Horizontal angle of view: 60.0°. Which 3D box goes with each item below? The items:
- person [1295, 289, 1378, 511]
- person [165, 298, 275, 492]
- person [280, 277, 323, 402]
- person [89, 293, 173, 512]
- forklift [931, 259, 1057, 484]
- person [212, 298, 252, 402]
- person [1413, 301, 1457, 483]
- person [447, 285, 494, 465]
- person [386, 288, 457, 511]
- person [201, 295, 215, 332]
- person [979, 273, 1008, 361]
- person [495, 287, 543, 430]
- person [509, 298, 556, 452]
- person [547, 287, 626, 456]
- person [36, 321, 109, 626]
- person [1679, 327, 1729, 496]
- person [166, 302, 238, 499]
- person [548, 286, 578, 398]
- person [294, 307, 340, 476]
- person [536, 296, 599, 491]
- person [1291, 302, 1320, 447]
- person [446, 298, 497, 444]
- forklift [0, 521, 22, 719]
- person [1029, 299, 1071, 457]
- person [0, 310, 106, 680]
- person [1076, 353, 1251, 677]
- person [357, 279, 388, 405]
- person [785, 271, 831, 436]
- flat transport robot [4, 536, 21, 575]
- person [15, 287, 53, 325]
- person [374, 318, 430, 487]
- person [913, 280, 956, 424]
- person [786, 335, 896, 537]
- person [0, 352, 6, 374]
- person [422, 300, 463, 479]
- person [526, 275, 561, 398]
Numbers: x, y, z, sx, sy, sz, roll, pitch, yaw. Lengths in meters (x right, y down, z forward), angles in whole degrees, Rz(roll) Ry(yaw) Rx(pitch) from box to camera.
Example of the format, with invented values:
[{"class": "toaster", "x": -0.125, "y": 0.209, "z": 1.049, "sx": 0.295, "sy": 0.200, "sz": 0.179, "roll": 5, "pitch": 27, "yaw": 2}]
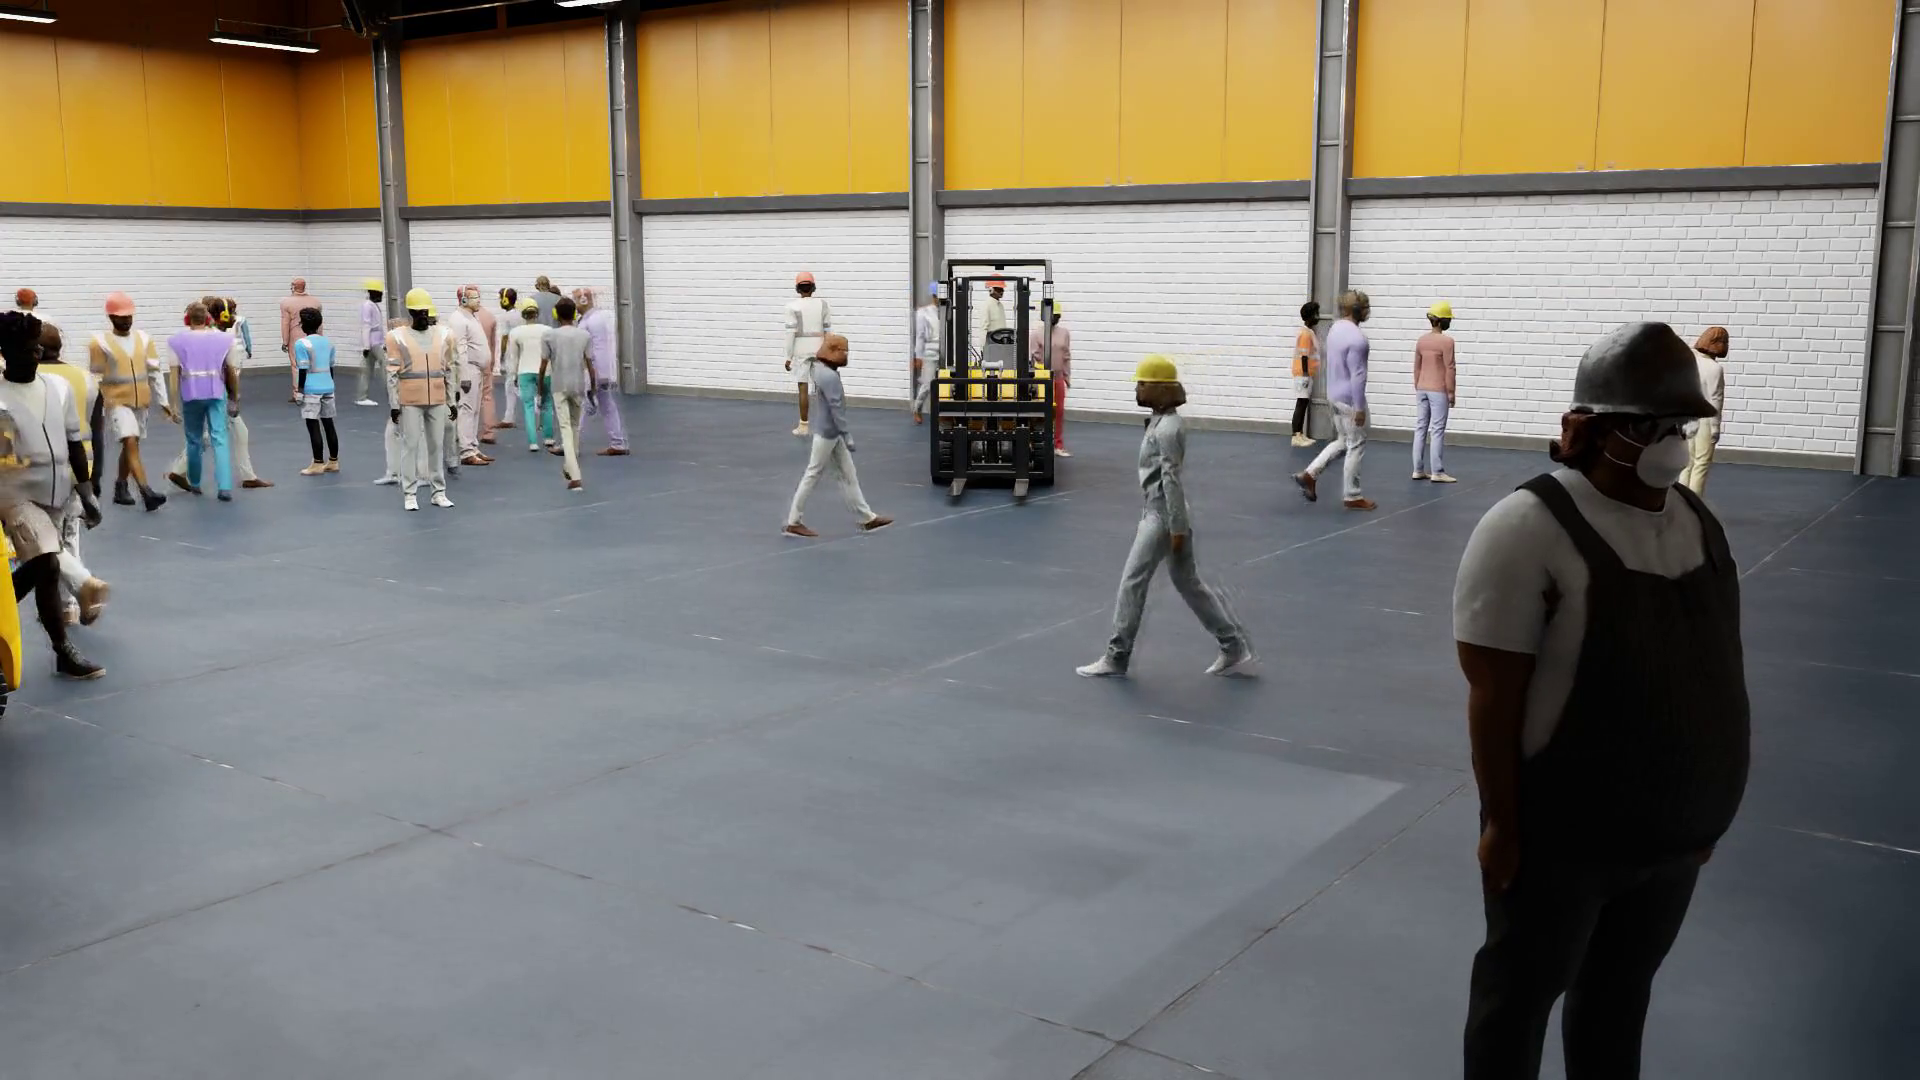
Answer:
[{"class": "person", "x": 3.293, "y": -1.193, "z": 14.328, "sx": 0.619, "sy": 1.918, "sz": 0.640, "roll": -2, "pitch": 10, "yaw": -9}, {"class": "person", "x": -7.014, "y": -1.351, "z": 15.600, "sx": 0.920, "sy": 1.822, "sz": 0.551, "roll": -6, "pitch": 11, "yaw": -30}, {"class": "person", "x": -10.075, "y": -3.056, "z": 25.448, "sx": 0.409, "sy": 1.913, "sz": 0.648, "roll": 9, "pitch": 13, "yaw": 43}, {"class": "person", "x": -7.219, "y": -1.196, "z": 14.484, "sx": 1.052, "sy": 1.875, "sz": 0.551, "roll": 7, "pitch": 12, "yaw": 36}, {"class": "forklift", "x": 0.370, "y": -1.738, "z": 16.759, "sx": 1.214, "sy": 2.155, "sz": 2.313, "roll": 1, "pitch": 10, "yaw": 3}, {"class": "person", "x": -11.048, "y": -2.866, "z": 25.248, "sx": 0.534, "sy": 1.591, "sz": 0.886, "roll": -2, "pitch": 10, "yaw": -10}, {"class": "person", "x": 4.660, "y": -1.447, "z": 16.292, "sx": 0.324, "sy": 1.769, "sz": 0.523, "roll": -5, "pitch": 11, "yaw": -25}, {"class": "person", "x": -5.192, "y": -1.752, "z": 17.698, "sx": 0.409, "sy": 1.908, "sz": 0.639, "roll": -1, "pitch": 10, "yaw": -5}, {"class": "person", "x": -4.665, "y": -1.221, "z": 14.473, "sx": 0.594, "sy": 1.925, "sz": 0.379, "roll": -8, "pitch": 12, "yaw": -38}, {"class": "person", "x": -11.774, "y": -3.043, "z": 26.215, "sx": 0.342, "sy": 1.618, "sz": 0.522, "roll": 2, "pitch": 10, "yaw": 9}, {"class": "person", "x": 0.453, "y": -2.506, "z": 21.921, "sx": 0.395, "sy": 1.992, "sz": 0.622, "roll": 4, "pitch": 10, "yaw": 23}, {"class": "person", "x": -5.638, "y": -2.311, "z": 21.271, "sx": 0.861, "sy": 1.837, "sz": 0.520, "roll": 3, "pitch": 10, "yaw": 16}, {"class": "person", "x": -4.868, "y": -1.898, "z": 19.059, "sx": 0.533, "sy": 1.727, "sz": 0.814, "roll": -2, "pitch": 10, "yaw": -10}, {"class": "person", "x": -4.147, "y": -1.833, "z": 18.306, "sx": 0.947, "sy": 1.862, "sz": 0.651, "roll": -2, "pitch": 10, "yaw": -13}, {"class": "person", "x": -5.237, "y": -0.363, "z": 9.674, "sx": 0.673, "sy": 1.821, "sz": 0.635, "roll": 4, "pitch": 10, "yaw": 23}, {"class": "person", "x": 6.122, "y": -0.936, "z": 13.668, "sx": 0.269, "sy": 1.627, "sz": 0.500, "roll": 0, "pitch": 10, "yaw": 2}, {"class": "person", "x": -6.891, "y": -1.269, "z": 15.195, "sx": 0.590, "sy": 1.787, "sz": 0.989, "roll": -6, "pitch": 11, "yaw": -30}, {"class": "person", "x": -6.451, "y": -3.169, "z": 26.580, "sx": 0.650, "sy": 1.780, "sz": 0.887, "roll": -5, "pitch": 11, "yaw": -25}, {"class": "person", "x": -6.511, "y": -1.496, "z": 16.795, "sx": 0.316, "sy": 1.695, "sz": 0.542, "roll": 3, "pitch": 10, "yaw": 17}, {"class": "person", "x": -3.770, "y": -1.409, "z": 15.905, "sx": 0.551, "sy": 1.817, "sz": 0.961, "roll": -5, "pitch": 11, "yaw": -25}, {"class": "person", "x": 4.035, "y": -1.930, "z": 19.404, "sx": 0.322, "sy": 1.690, "sz": 0.531, "roll": 3, "pitch": 10, "yaw": 16}, {"class": "person", "x": -5.853, "y": -2.077, "z": 19.761, "sx": 0.671, "sy": 1.863, "sz": 0.958, "roll": -9, "pitch": 13, "yaw": -42}, {"class": "forklift", "x": -5.296, "y": -0.090, "z": 6.943, "sx": 1.214, "sy": 2.155, "sz": 2.313, "roll": 7, "pitch": 12, "yaw": 35}, {"class": "person", "x": 0.999, "y": -1.762, "z": 18.235, "sx": 0.523, "sy": 1.752, "sz": 0.378, "roll": -5, "pitch": 11, "yaw": -30}, {"class": "person", "x": -4.916, "y": -0.245, "z": 8.697, "sx": 0.975, "sy": 1.923, "sz": 0.593, "roll": 4, "pitch": 10, "yaw": 20}, {"class": "person", "x": 1.097, "y": -0.117, "z": 8.579, "sx": 0.888, "sy": 1.700, "sz": 0.497, "roll": 1, "pitch": 10, "yaw": 7}, {"class": "person", "x": -8.623, "y": -2.939, "z": 24.842, "sx": 0.920, "sy": 1.887, "sz": 0.593, "roll": -2, "pitch": 10, "yaw": -14}, {"class": "person", "x": -1.887, "y": -2.295, "z": 20.539, "sx": 0.606, "sy": 2.039, "sz": 0.395, "roll": -5, "pitch": 11, "yaw": -29}, {"class": "flat transport robot", "x": -6.679, "y": 0.155, "z": 11.202, "sx": 0.652, "sy": 0.197, "sz": 1.431, "roll": 0, "pitch": 10, "yaw": 0}, {"class": "person", "x": -10.935, "y": -2.032, "z": 19.523, "sx": 0.583, "sy": 1.863, "sz": 0.769, "roll": -2, "pitch": 10, "yaw": -11}, {"class": "person", "x": -5.362, "y": -1.296, "z": 15.807, "sx": 0.652, "sy": 1.612, "sz": 0.545, "roll": -4, "pitch": 10, "yaw": -22}, {"class": "person", "x": -0.332, "y": -2.377, "z": 21.374, "sx": 0.615, "sy": 1.918, "sz": 0.807, "roll": -5, "pitch": 11, "yaw": -27}, {"class": "person", "x": -0.969, "y": -0.803, "z": 13.001, "sx": 0.869, "sy": 1.587, "sz": 0.515, "roll": 0, "pitch": 10, "yaw": 2}, {"class": "person", "x": -8.218, "y": -1.097, "z": 14.595, "sx": 0.535, "sy": 1.622, "sz": 0.375, "roll": -9, "pitch": 13, "yaw": -43}, {"class": "person", "x": -5.178, "y": -1.475, "z": 16.345, "sx": 0.625, "sy": 1.799, "sz": 0.691, "roll": -5, "pitch": 11, "yaw": -28}, {"class": "person", "x": -6.525, "y": -3.192, "z": 26.193, "sx": 0.629, "sy": 1.936, "sz": 0.373, "roll": -5, "pitch": 11, "yaw": -27}]
